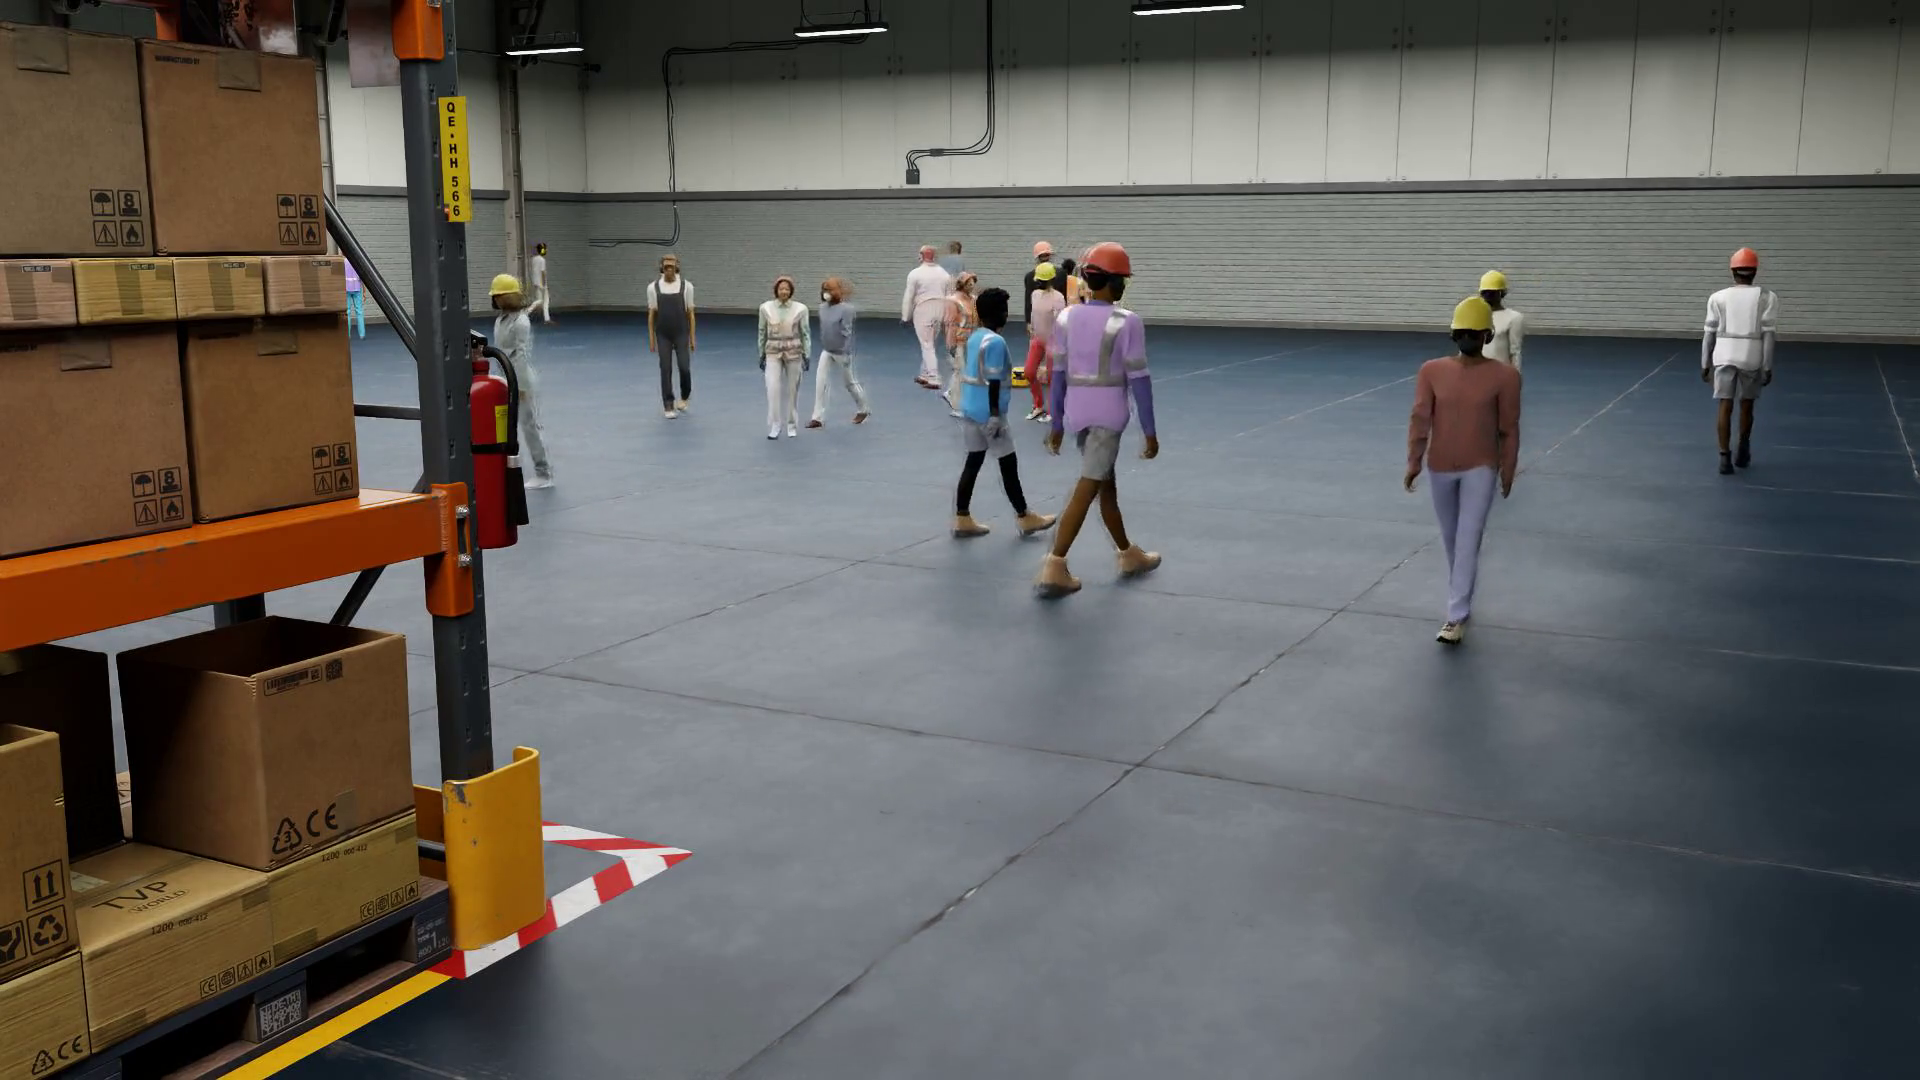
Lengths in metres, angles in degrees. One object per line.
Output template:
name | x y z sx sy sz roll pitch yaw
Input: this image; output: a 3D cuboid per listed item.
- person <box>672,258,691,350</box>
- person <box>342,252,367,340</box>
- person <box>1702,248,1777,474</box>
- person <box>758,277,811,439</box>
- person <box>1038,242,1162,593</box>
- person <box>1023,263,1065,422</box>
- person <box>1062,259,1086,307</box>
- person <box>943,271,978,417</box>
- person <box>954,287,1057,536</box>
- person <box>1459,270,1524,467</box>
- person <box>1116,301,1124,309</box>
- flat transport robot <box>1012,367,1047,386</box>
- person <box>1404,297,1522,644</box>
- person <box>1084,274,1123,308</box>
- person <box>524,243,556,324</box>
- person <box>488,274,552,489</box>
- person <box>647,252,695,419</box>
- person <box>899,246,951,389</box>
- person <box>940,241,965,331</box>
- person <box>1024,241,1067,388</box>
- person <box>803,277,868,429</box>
person | -4.983 -4.185 29.491 0.557 1.614 0.523 -7 13 -35
person | -11.782 -4.789 32.180 0.565 1.850 0.390 -4 11 -23
person | 6.710 -1.548 14.357 0.561 1.895 0.963 5 12 26
person | -1.740 -1.789 16.488 0.527 1.604 0.767 -1 10 -3
person | 0.817 -0.700 9.534 1.076 1.989 0.624 -9 14 -41
person | 0.916 -2.124 17.964 0.456 1.723 0.596 -8 13 -38
person | 1.750 -3.685 26.728 0.534 1.647 0.899 -1 10 -3
person | -0.007 -2.175 18.531 0.425 1.622 0.537 7 13 34
person | 0.277 -0.853 11.172 0.702 1.666 0.552 -4 11 -20
person | 4.495 -1.409 14.049 0.534 1.737 0.790 9 14 42
person | 3.024 -4.661 32.066 0.362 1.620 0.533 -1 10 -4
flat transport robot | 1.275 -2.243 22.604 1.431 0.197 0.652 -4 11 -23
person | 2.556 -0.370 8.456 0.522 1.723 0.926 6 12 30
person | 2.357 -3.776 26.842 0.717 1.786 0.459 -1 10 -3
person | -9.591 -5.834 37.870 0.668 1.855 0.531 -9 14 -41
person | -3.583 -1.231 13.132 0.739 1.704 0.507 -9 14 -41
person | -3.183 -2.248 18.366 0.506 1.833 0.426 -1 10 -6
person | -0.510 -2.958 22.147 0.651 1.870 0.919 -8 13 -38
person | -0.172 -5.353 35.132 0.940 1.908 0.636 -9 14 -42
person | 1.130 -2.881 21.493 0.607 1.957 0.948 -2 11 -10
person | -1.288 -1.985 17.616 0.506 1.587 0.856 8 13 37
